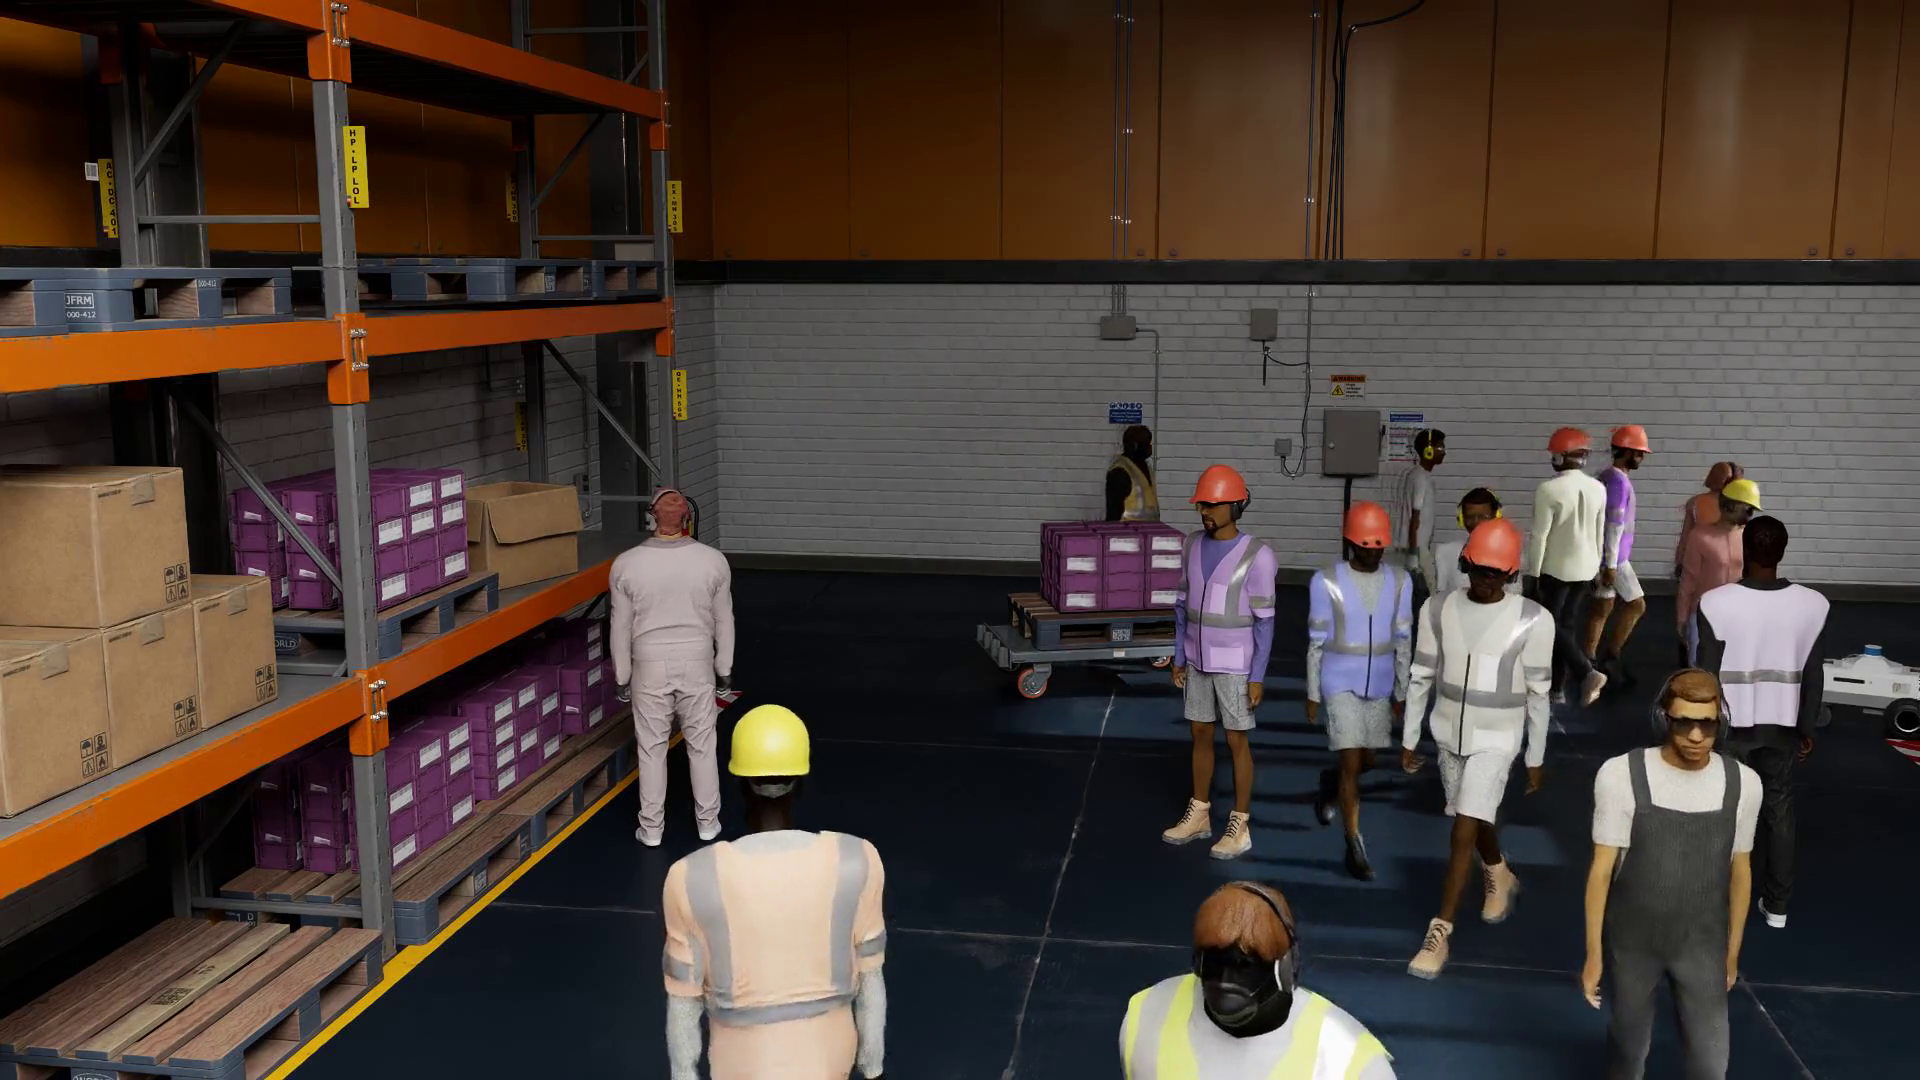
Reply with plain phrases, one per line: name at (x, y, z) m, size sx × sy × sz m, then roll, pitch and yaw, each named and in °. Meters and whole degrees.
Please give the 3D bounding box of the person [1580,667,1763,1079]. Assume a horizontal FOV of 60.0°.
person at (2.204, 1.296, 5.185) m, size 0.530 × 1.824 × 0.666 m, roll 2°, pitch 9°, yaw 13°

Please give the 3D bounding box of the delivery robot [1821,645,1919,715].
delivery robot at (6.019, 0.936, 11.002) m, size 0.707 × 0.478 × 0.477 m, roll 5°, pitch 10°, yaw 29°

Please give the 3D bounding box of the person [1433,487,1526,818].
person at (2.895, 0.609, 9.353) m, size 0.517 × 1.845 × 0.556 m, roll 4°, pitch 10°, yaw 22°

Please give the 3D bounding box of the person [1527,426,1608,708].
person at (4.211, 0.214, 11.406) m, size 0.627 × 1.975 × 0.722 m, roll -4°, pitch 10°, yaw -22°

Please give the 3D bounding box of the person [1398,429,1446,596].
person at (3.549, 0.041, 12.967) m, size 0.965 × 1.826 × 0.548 m, roll 1°, pitch 9°, yaw 9°

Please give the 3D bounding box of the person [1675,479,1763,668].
person at (4.772, 0.487, 10.430) m, size 0.556 × 1.733 × 0.371 m, roll -1°, pitch 9°, yaw -5°

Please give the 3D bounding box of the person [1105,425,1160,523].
person at (1.420, -0.047, 13.562) m, size 0.953 × 1.795 × 0.644 m, roll 5°, pitch 10°, yaw 26°

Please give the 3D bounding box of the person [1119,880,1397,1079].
person at (0.607, 1.581, 3.523) m, size 0.639 × 1.797 × 0.945 m, roll 4°, pitch 10°, yaw 25°

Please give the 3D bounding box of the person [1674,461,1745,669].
person at (5.565, 0.215, 12.452) m, size 0.568 × 1.619 × 0.544 m, roll -5°, pitch 10°, yaw -28°

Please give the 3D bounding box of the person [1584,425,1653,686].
person at (4.808, 0.119, 12.154) m, size 0.556 × 1.908 × 0.569 m, roll 1°, pitch 9°, yaw 8°

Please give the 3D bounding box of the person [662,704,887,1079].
person at (-0.471, 1.386, 4.370) m, size 0.595 × 1.911 × 0.524 m, roll -2°, pitch 9°, yaw -13°

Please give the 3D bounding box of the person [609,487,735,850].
person at (-1.512, 0.673, 8.755) m, size 0.651 × 1.907 × 0.410 m, roll -3°, pitch 10°, yaw -16°

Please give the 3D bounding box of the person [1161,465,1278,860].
person at (1.336, 0.626, 8.624) m, size 0.377 × 2.045 × 0.605 m, roll -8°, pitch 12°, yaw -42°

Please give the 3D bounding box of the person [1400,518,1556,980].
person at (2.315, 0.859, 7.413) m, size 0.638 × 1.985 × 1.091 m, roll 8°, pitch 12°, yaw 41°

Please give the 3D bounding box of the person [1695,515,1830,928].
person at (3.658, 0.845, 7.659) m, size 0.591 × 1.918 × 0.383 m, roll 0°, pitch 9°, yaw 2°

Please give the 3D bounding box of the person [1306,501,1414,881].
person at (2.023, 0.716, 8.559) m, size 0.547 × 1.900 × 0.842 m, roll -1°, pitch 9°, yaw -8°
